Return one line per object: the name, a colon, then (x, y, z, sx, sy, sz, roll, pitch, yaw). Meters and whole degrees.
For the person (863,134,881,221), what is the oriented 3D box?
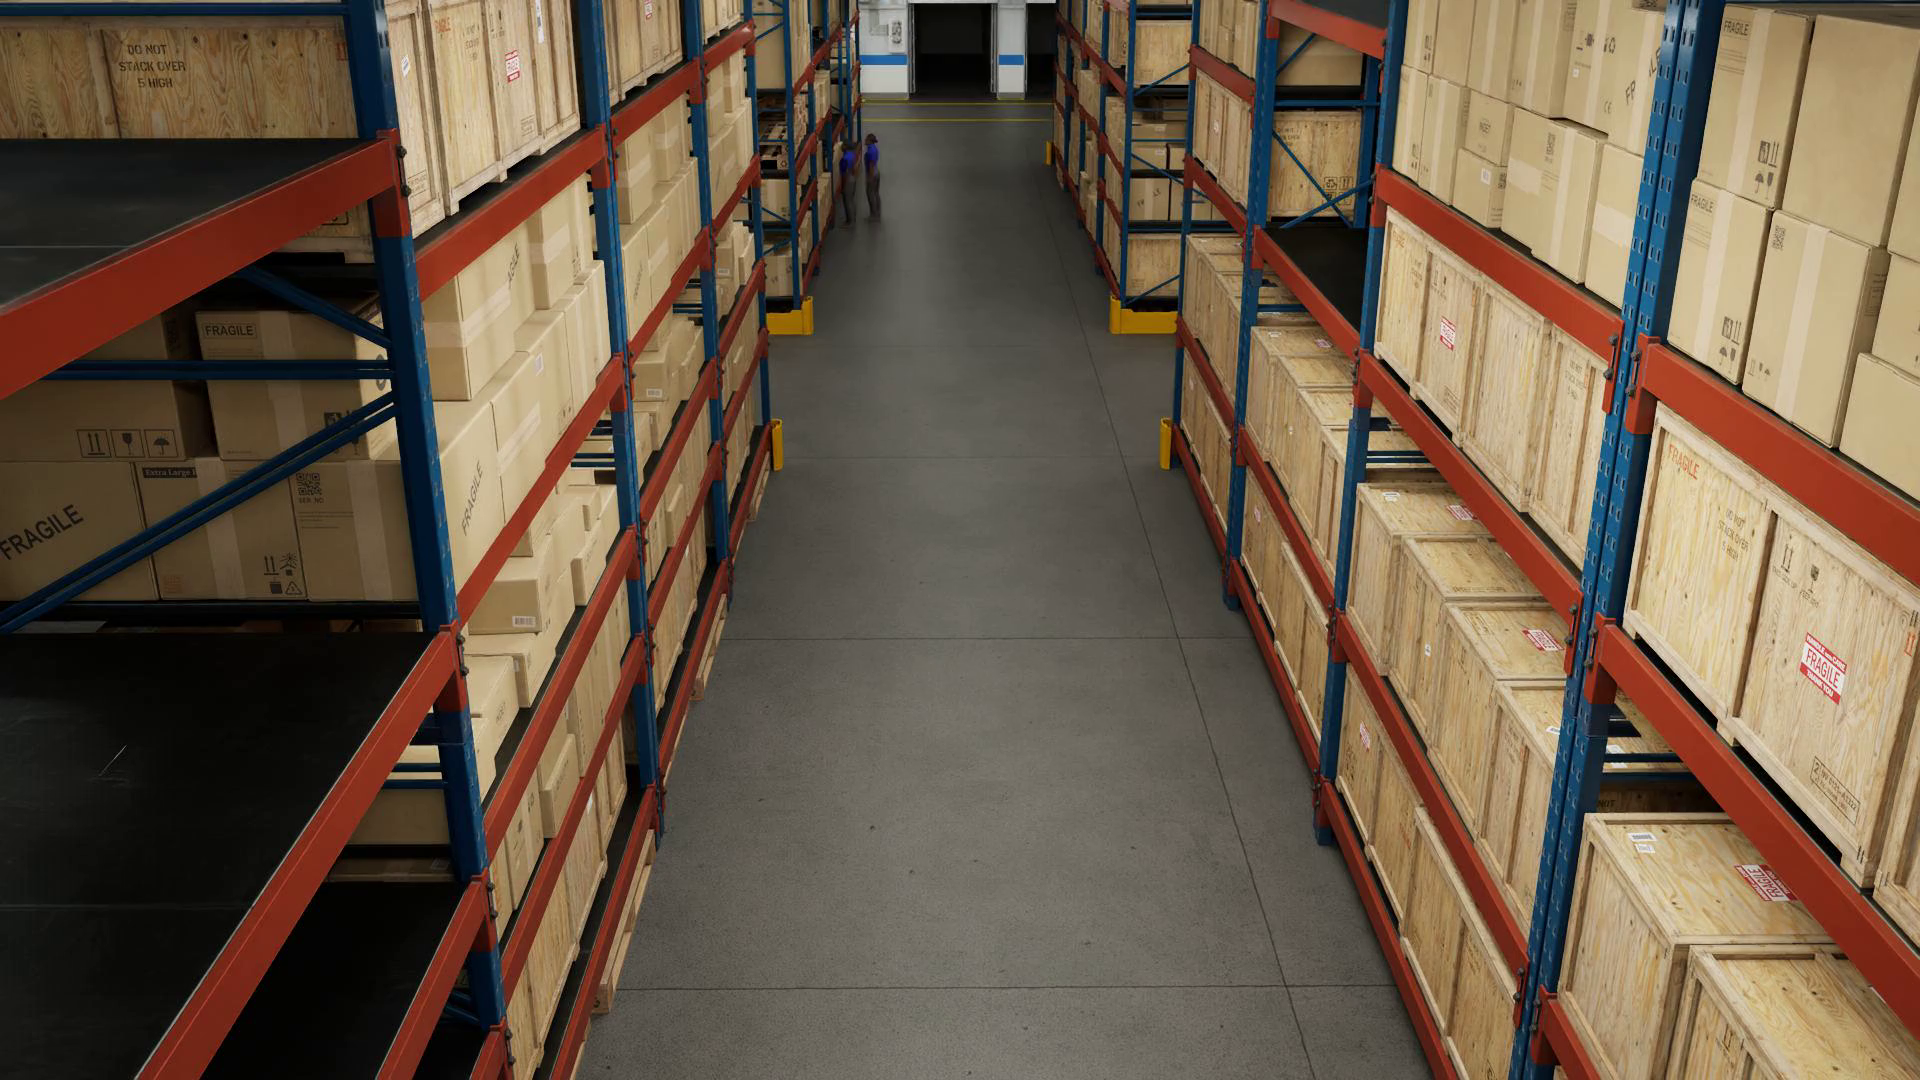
person: (-1.739, -7.171, 32.813, 0.332, 1.664, 0.526, 4, 22, 11)

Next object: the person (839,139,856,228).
person: (-2.182, -6.897, 32.142, 0.316, 1.670, 0.449, 3, 22, 7)
